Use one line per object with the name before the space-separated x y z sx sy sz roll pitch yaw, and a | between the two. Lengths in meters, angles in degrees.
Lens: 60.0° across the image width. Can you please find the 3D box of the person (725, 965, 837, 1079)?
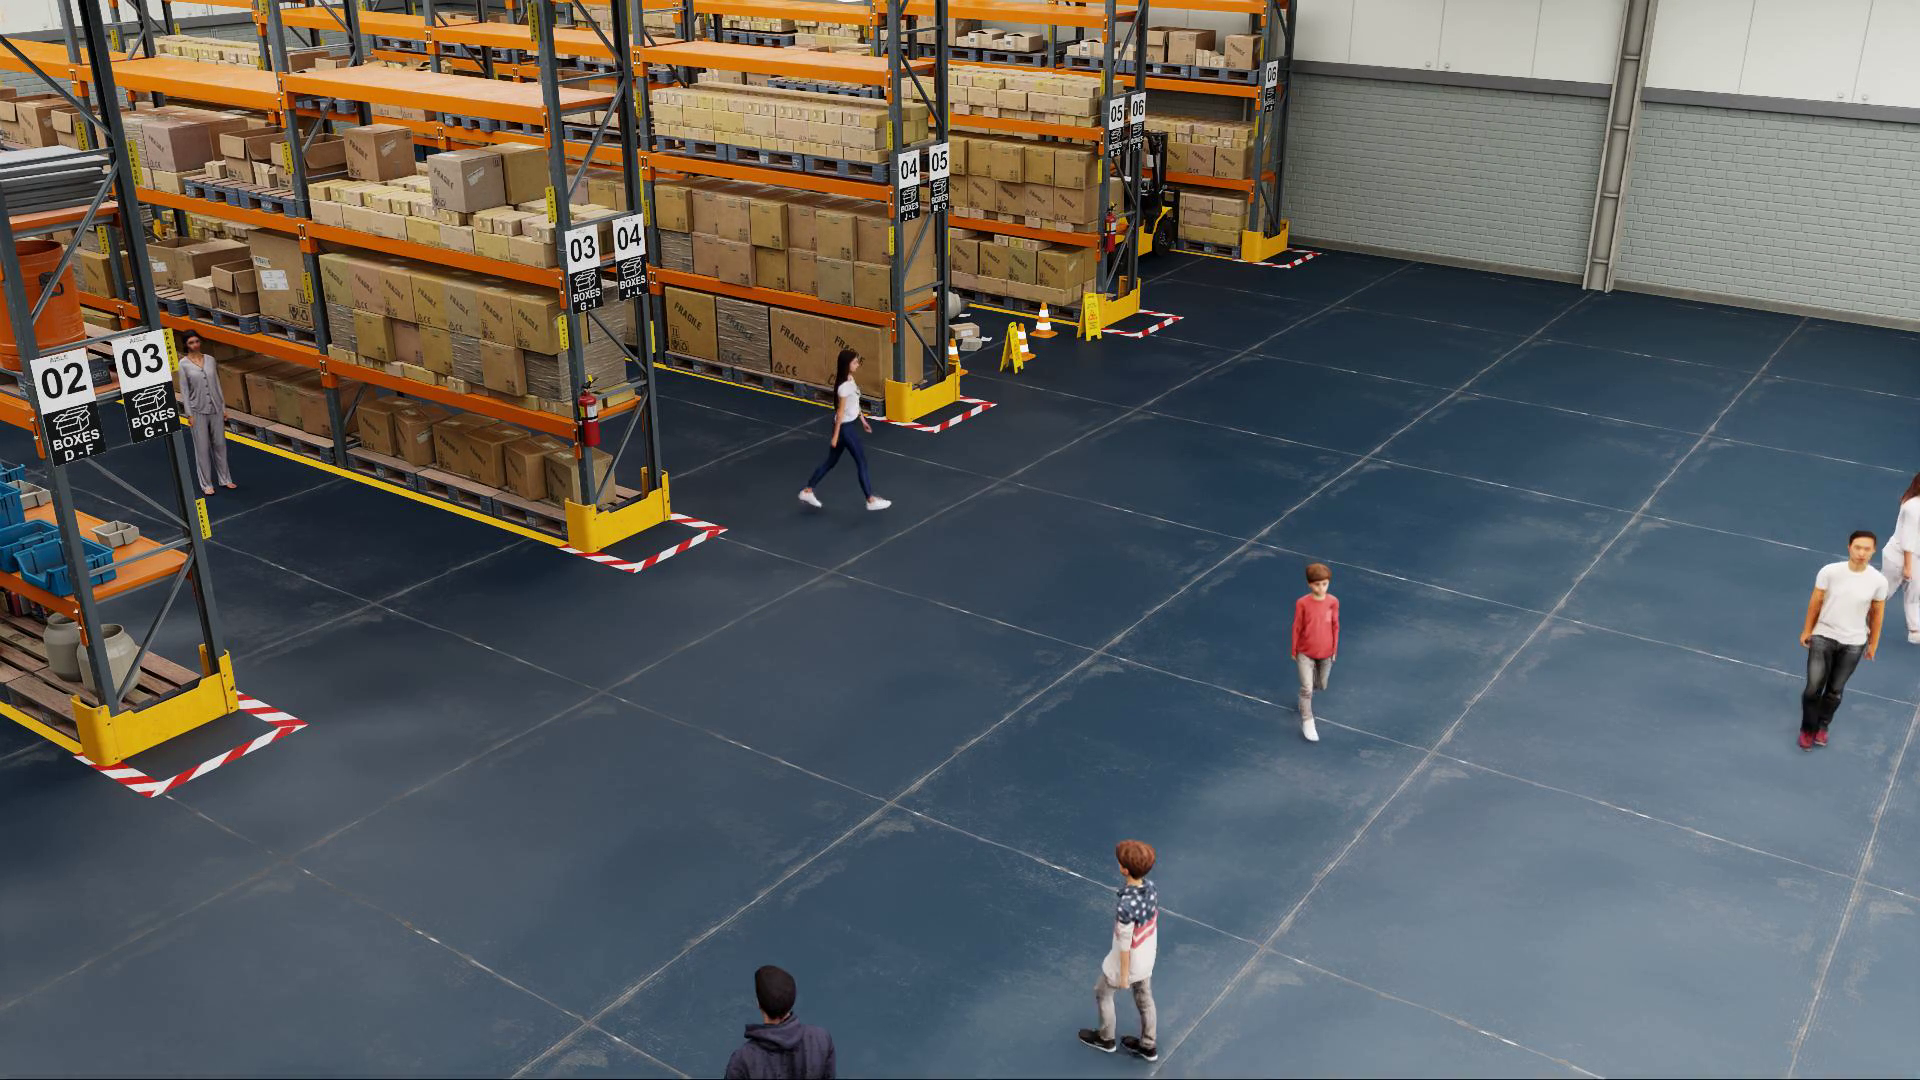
person | -0.798 2.871 7.665 0.988 1.847 1.282 -14 27 -29

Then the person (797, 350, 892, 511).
person | -1.292 -1.096 17.143 1.223 1.730 1.106 -2 23 -5

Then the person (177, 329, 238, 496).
person | -8.071 -1.381 17.756 0.557 1.774 0.599 18 29 37

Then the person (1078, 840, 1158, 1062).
person | 1.032 2.359 9.409 0.683 1.424 0.545 17 28 35

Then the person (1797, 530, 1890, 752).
person | 6.748 0.723 12.780 0.725 1.798 0.813 8 24 19

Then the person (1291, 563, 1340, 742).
person | 2.761 0.831 13.034 0.853 1.399 0.880 -2 23 -4

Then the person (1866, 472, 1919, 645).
person | 8.063 0.133 14.366 1.012 1.643 0.715 16 28 33
